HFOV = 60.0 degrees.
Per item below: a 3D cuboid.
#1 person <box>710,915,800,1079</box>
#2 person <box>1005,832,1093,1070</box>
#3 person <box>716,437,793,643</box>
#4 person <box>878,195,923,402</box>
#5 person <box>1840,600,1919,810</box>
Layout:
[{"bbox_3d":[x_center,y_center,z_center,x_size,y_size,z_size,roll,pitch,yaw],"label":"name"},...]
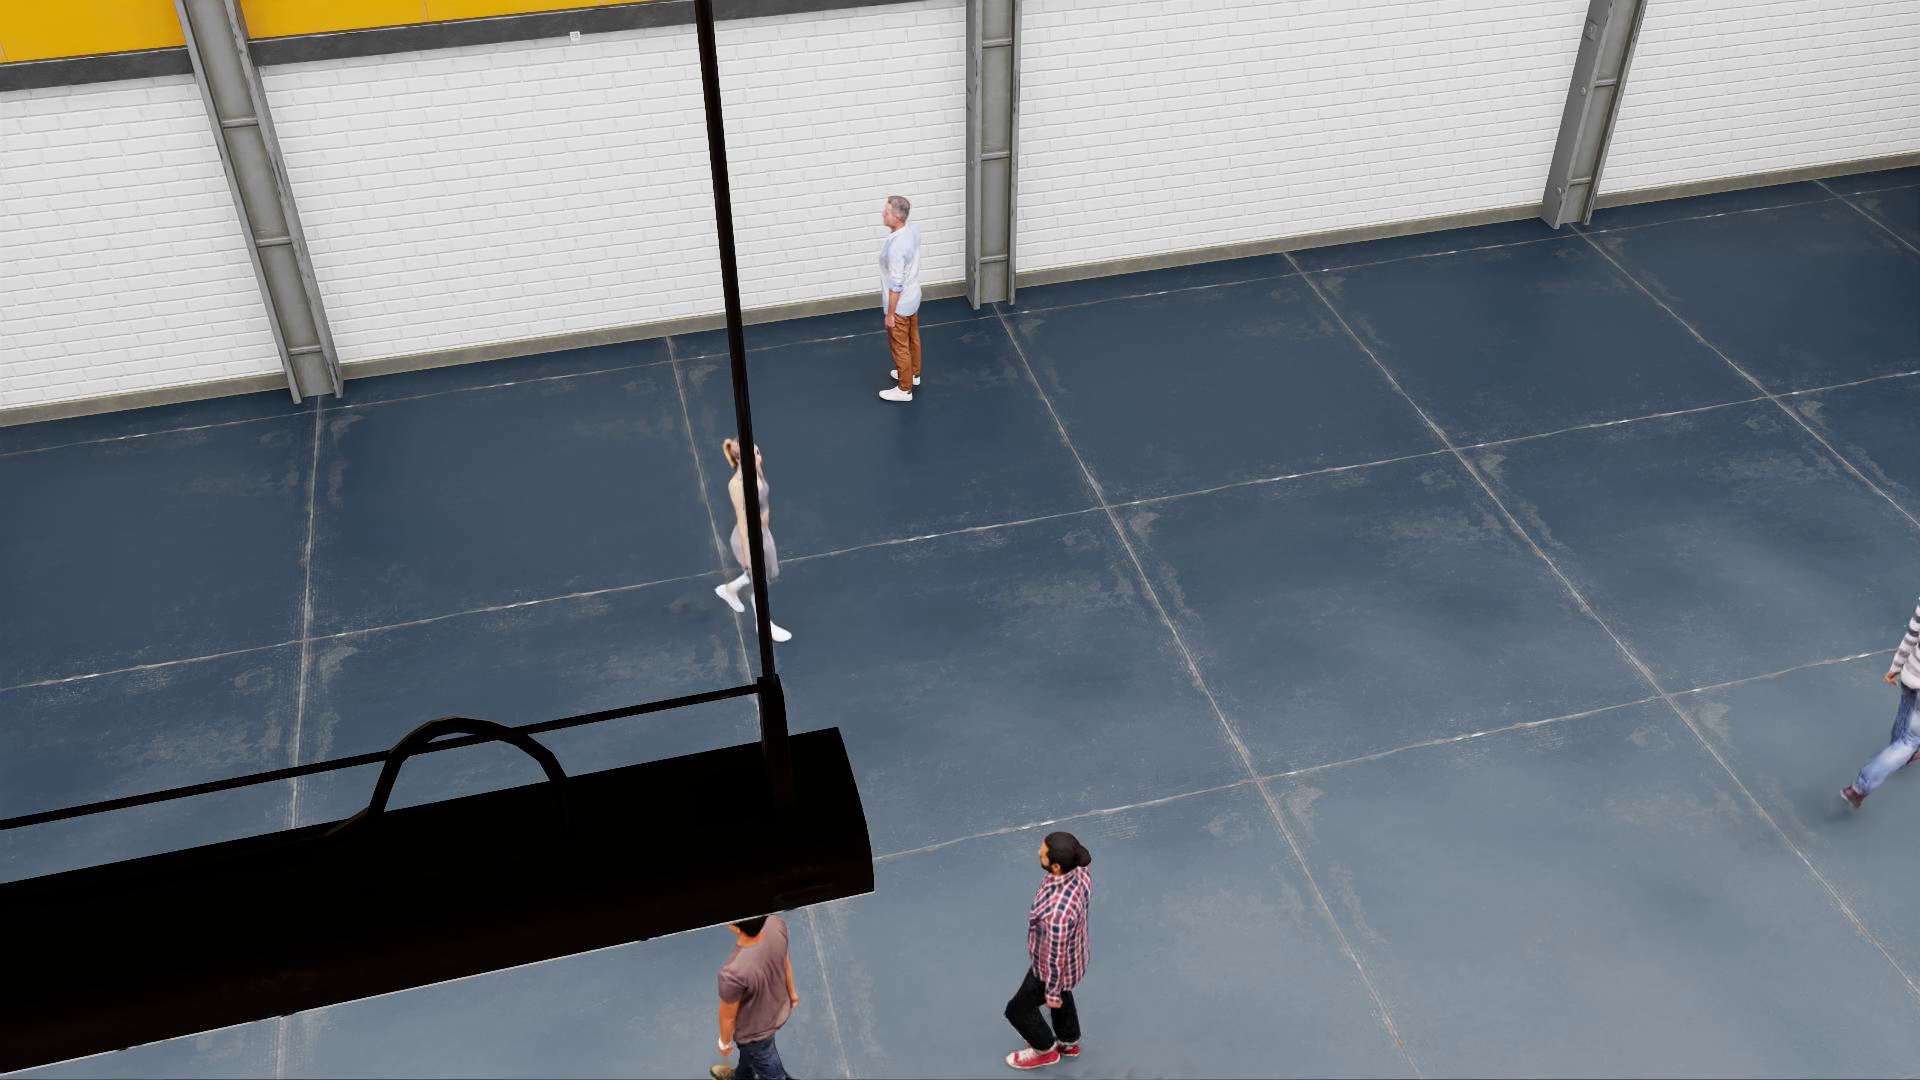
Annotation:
[{"bbox_3d":[-0.917,2.415,8.271,1.208,1.739,1.125,18,42,21],"label":"person"},{"bbox_3d":[0.561,2.157,8.587,0.830,1.748,0.829,9,39,11],"label":"person"},{"bbox_3d":[-1.487,-0.010,11.349,0.932,1.687,0.825,13,40,16],"label":"person"},{"bbox_3d":[-0.485,-2.004,13.734,0.763,1.827,0.771,10,40,13],"label":"person"},{"bbox_3d":[5.835,0.903,10.104,1.241,1.814,0.874,-19,42,-22],"label":"person"}]
